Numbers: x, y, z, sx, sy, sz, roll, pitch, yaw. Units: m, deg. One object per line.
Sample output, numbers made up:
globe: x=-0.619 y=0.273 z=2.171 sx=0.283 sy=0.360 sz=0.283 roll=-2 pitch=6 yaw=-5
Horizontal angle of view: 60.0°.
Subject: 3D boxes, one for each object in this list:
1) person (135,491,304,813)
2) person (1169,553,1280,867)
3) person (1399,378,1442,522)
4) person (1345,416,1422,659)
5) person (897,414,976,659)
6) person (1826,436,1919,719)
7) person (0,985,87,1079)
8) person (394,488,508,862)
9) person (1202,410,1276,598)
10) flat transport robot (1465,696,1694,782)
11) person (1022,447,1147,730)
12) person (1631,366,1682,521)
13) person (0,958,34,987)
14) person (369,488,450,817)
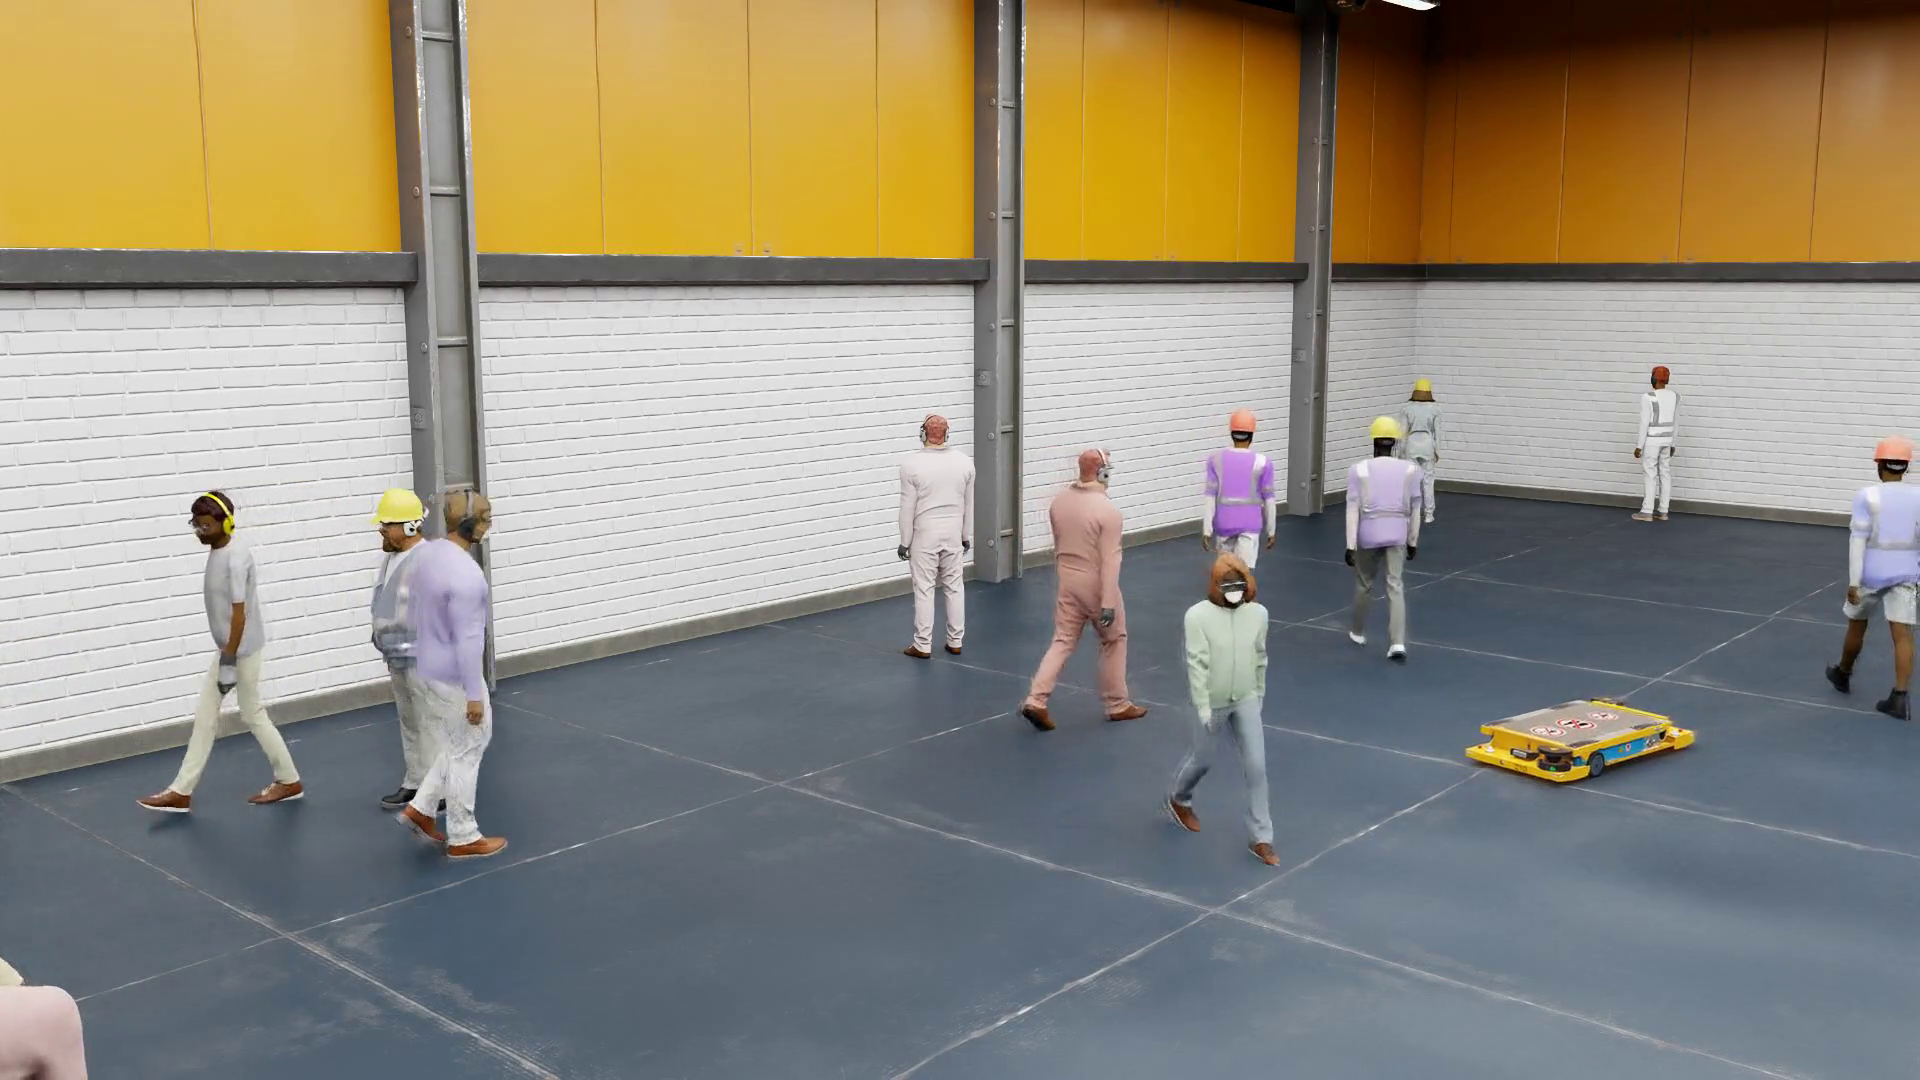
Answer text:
person: x=-4.094 y=0.627 z=9.143 sx=0.908 sy=1.810 sz=0.596 roll=-7 pitch=12 yaw=-38
person: x=1.345 y=0.823 z=8.617 sx=0.498 sy=1.589 sz=0.781 roll=-3 pitch=9 yaw=-17
person: x=5.546 y=-1.081 z=20.076 sx=0.492 sy=1.742 sz=0.318 roll=2 pitch=9 yaw=11
person: x=3.324 y=-0.027 z=13.056 sx=0.604 sy=1.881 sz=0.993 roll=0 pitch=9 yaw=1
person: x=-0.202 y=-0.029 z=12.959 sx=0.641 sy=1.908 sz=0.407 roll=-5 pitch=10 yaw=-28
person: x=6.366 y=0.224 z=11.474 sx=0.556 sy=1.870 sz=1.005 roll=1 pitch=9 yaw=8
person: x=-2.178 y=1.524 z=3.652 sx=0.533 sy=1.767 sz=0.326 roll=-5 pitch=10 yaw=-29
person: x=-2.530 y=0.695 z=8.373 sx=0.471 sy=1.919 sz=0.643 roll=-6 pitch=11 yaw=-32
person: x=2.285 y=-0.120 z=13.614 sx=0.564 sy=1.889 sz=1.007 roll=3 pitch=10 yaw=21
flat transport robot: x=3.842 y=1.213 z=10.278 sx=1.431 sy=0.197 sz=0.652 roll=-7 pitch=11 yaw=-36
person: x=0.803 y=0.317 z=10.914 sx=0.943 sy=1.870 sz=0.653 roll=-7 pitch=12 yaw=-39
person: x=8.450 y=-1.166 z=20.181 sx=0.581 sy=1.881 sz=0.351 roll=-3 pitch=10 yaw=-20
person: x=-3.925 y=1.195 z=6.222 sx=0.505 sy=1.597 sz=0.809 roll=8 pitch=12 yaw=42
person: x=-3.009 y=0.621 z=9.121 sx=0.404 sy=1.827 sz=0.600 roll=-8 pitch=12 yaw=-41
